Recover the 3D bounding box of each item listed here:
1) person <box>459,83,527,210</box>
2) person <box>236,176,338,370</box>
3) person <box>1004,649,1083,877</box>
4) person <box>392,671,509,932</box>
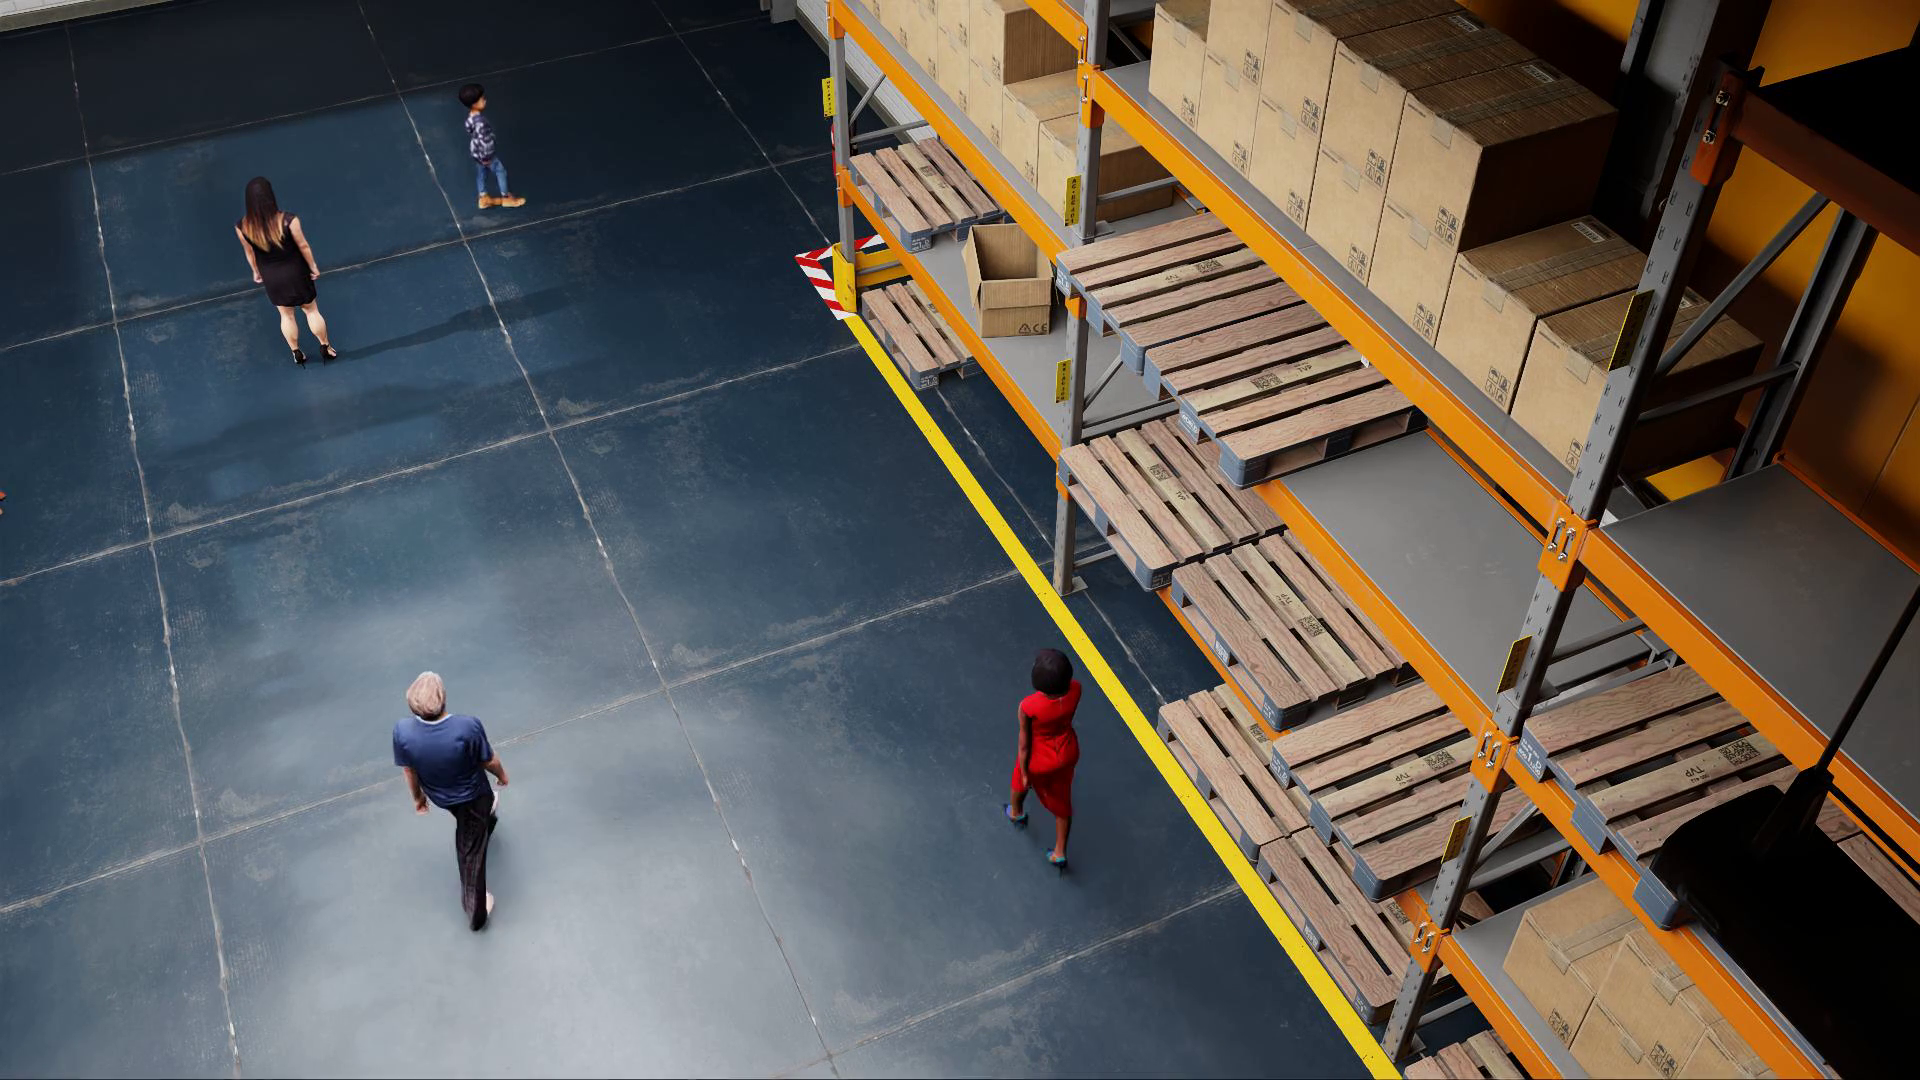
[{"bbox_3d":[-4.385,-3.557,15.132,0.556,1.236,0.571,-18,46,-18],"label":"person"},{"bbox_3d":[-5.377,-2.115,13.269,0.713,1.718,0.671,-8,44,-9],"label":"person"},{"bbox_3d":[0.555,1.334,9.645,0.569,1.723,0.842,-15,46,-16],"label":"person"},{"bbox_3d":[-2.845,1.514,9.389,1.017,1.816,1.270,1,44,1],"label":"person"}]
